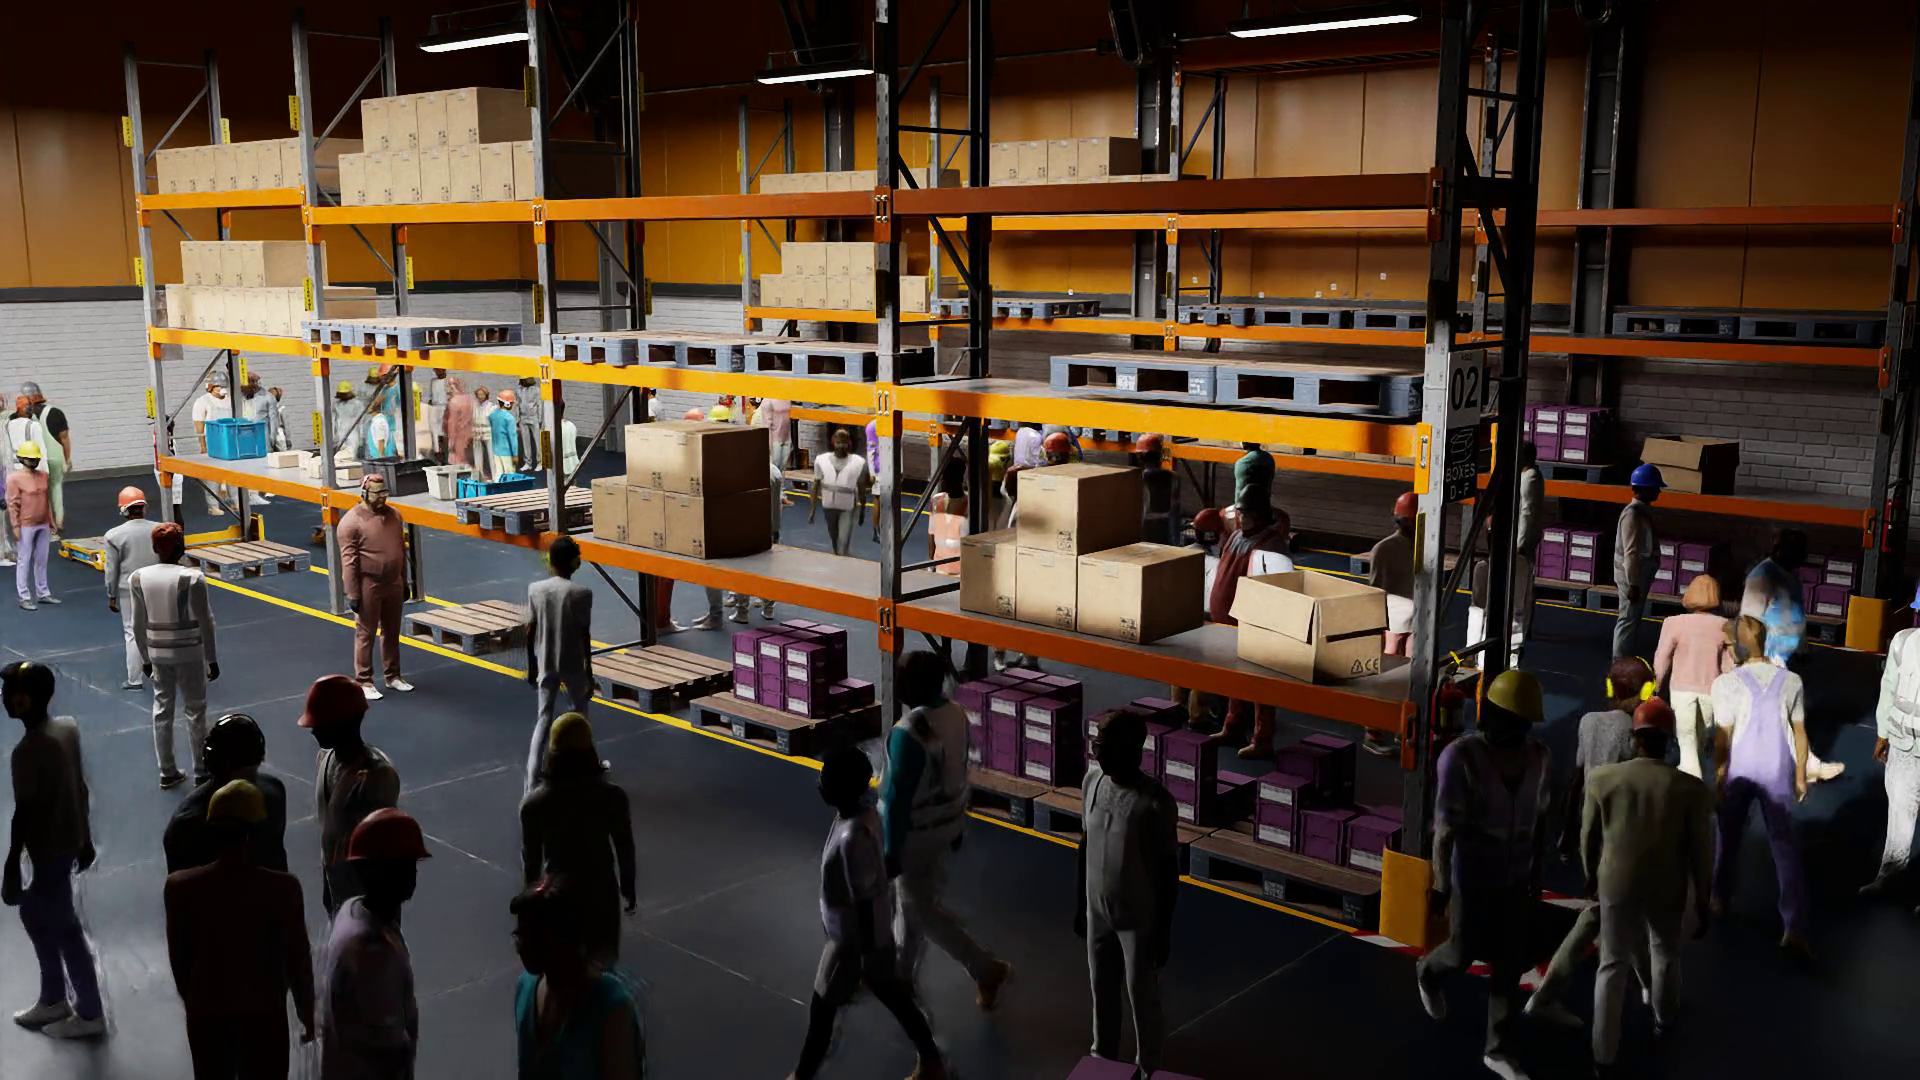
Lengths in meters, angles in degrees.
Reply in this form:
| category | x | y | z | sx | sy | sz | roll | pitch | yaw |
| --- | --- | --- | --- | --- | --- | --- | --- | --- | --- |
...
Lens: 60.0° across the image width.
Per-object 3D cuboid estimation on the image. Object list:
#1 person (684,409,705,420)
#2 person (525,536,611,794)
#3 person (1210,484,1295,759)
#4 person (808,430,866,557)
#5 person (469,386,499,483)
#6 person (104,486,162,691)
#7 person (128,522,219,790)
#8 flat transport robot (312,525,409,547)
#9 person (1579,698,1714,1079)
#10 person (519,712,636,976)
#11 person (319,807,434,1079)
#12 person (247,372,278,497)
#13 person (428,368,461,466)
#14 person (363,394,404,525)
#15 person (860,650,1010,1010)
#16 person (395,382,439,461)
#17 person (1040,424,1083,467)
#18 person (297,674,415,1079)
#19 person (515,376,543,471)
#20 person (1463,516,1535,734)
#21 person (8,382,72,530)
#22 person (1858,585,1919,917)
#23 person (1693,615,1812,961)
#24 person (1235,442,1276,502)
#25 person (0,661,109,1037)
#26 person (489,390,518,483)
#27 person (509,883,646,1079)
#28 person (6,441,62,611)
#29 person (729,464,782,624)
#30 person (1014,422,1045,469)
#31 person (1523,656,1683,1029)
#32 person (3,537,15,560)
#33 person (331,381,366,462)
| category | x | y | z | sx | sy | sz | roll | pitch | yaw |
| --- | --- | --- | --- | --- | --- | --- | --- | --- | --- |
| person | -3.308 | -0.775 | 20.883 | 0.329 | 1.751 | 0.569 | 2 | 10 | 12 |
| person | -2.755 | 0.874 | 11.436 | 0.558 | 1.811 | 1.018 | 2 | 10 | 10 |
| person | 2.113 | 0.591 | 12.347 | 0.539 | 2.000 | 0.688 | -5 | 11 | -25 |
| person | -1.322 | -0.328 | 18.277 | 0.578 | 1.787 | 1.005 | 2 | 10 | 9 |
| person | -7.342 | -1.561 | 25.687 | 0.520 | 1.633 | 0.314 | 1 | 10 | 8 |
| person | -7.004 | 0.410 | 14.210 | 0.350 | 1.744 | 0.566 | 9 | 14 | 42 |
| person | -5.429 | 0.811 | 11.556 | 0.574 | 1.883 | 0.355 | 1 | 10 | 5 |
| flat transport robot | -7.499 | -0.052 | 20.987 | 1.431 | 0.197 | 0.652 | 8 | 13 | 39 |
| person | 3.185 | 1.584 | 7.744 | 0.597 | 1.685 | 0.912 | 5 | 11 | 28 |
| person | -1.716 | 1.617 | 7.524 | 0.495 | 1.711 | 0.798 | -2 | 10 | -9 |
| person | -1.979 | 1.872 | 5.584 | 0.520 | 1.886 | 0.702 | -3 | 10 | -17 |
| person | -10.607 | -1.585 | 25.072 | 0.649 | 1.899 | 0.400 | 1 | 10 | 4 |
| person | -8.540 | -2.060 | 27.547 | 0.613 | 1.963 | 0.362 | 3 | 11 | 18 |
| person | -7.674 | -1.026 | 22.079 | 0.429 | 1.836 | 0.543 | -3 | 10 | -17 |
| person | -0.130 | 1.436 | 8.205 | 0.795 | 1.821 | 0.632 | 4 | 11 | 22 |
| person | -7.658 | -1.315 | 23.600 | 0.914 | 1.887 | 0.590 | 9 | 14 | 42 |
| person | 1.243 | -0.836 | 20.419 | 0.535 | 2.000 | 0.673 | -1 | 10 | -7 |
| person | -2.684 | 1.530 | 7.364 | 0.544 | 1.930 | 0.388 | 9 | 13 | 40 |
| person | -7.262 | -2.023 | 28.006 | 0.489 | 1.731 | 0.325 | 2 | 10 | 13 |
| person | 3.879 | 0.741 | 11.984 | 0.578 | 1.878 | 0.340 | -6 | 12 | -32 |
| person | -12.115 | -1.092 | 21.866 | 0.699 | 2.000 | 0.781 | -8 | 13 | -37 |
| person | 5.480 | 1.155 | 9.421 | 0.388 | 1.947 | 0.614 | -5 | 11 | -28 |
| person | 4.367 | 1.325 | 9.028 | 0.573 | 1.795 | 1.022 | 1 | 10 | 3 |
| person | 3.033 | -0.243 | 17.355 | 0.372 | 1.940 | 0.632 | 8 | 13 | 38 |
| person | -4.400 | 1.476 | 7.863 | 0.641 | 1.852 | 0.554 | -1 | 10 | -5 |
| person | -6.477 | -1.278 | 23.770 | 0.576 | 1.737 | 0.354 | 9 | 14 | 42 |
| person | -1.223 | 1.972 | 5.203 | 0.606 | 1.800 | 0.550 | 8 | 13 | 37 |
| person | -9.660 | -0.158 | 17.367 | 0.330 | 1.765 | 0.533 | 3 | 10 | 16 |
| person | -2.104 | -0.116 | 16.712 | 0.645 | 1.913 | 0.409 | -6 | 12 | -31 |
| person | 0.872 | -0.705 | 19.999 | 0.382 | 1.924 | 0.594 | -5 | 11 | -24 |
| person | 3.183 | 1.465 | 8.082 | 0.993 | 1.815 | 0.589 | -3 | 10 | -16 |
| person | -11.730 | -0.590 | 19.626 | 0.966 | 1.836 | 0.559 | -8 | 13 | -38 |
| person | -9.445 | -1.585 | 25.548 | 0.516 | 1.707 | 0.653 | 1 | 10 | 8 |
